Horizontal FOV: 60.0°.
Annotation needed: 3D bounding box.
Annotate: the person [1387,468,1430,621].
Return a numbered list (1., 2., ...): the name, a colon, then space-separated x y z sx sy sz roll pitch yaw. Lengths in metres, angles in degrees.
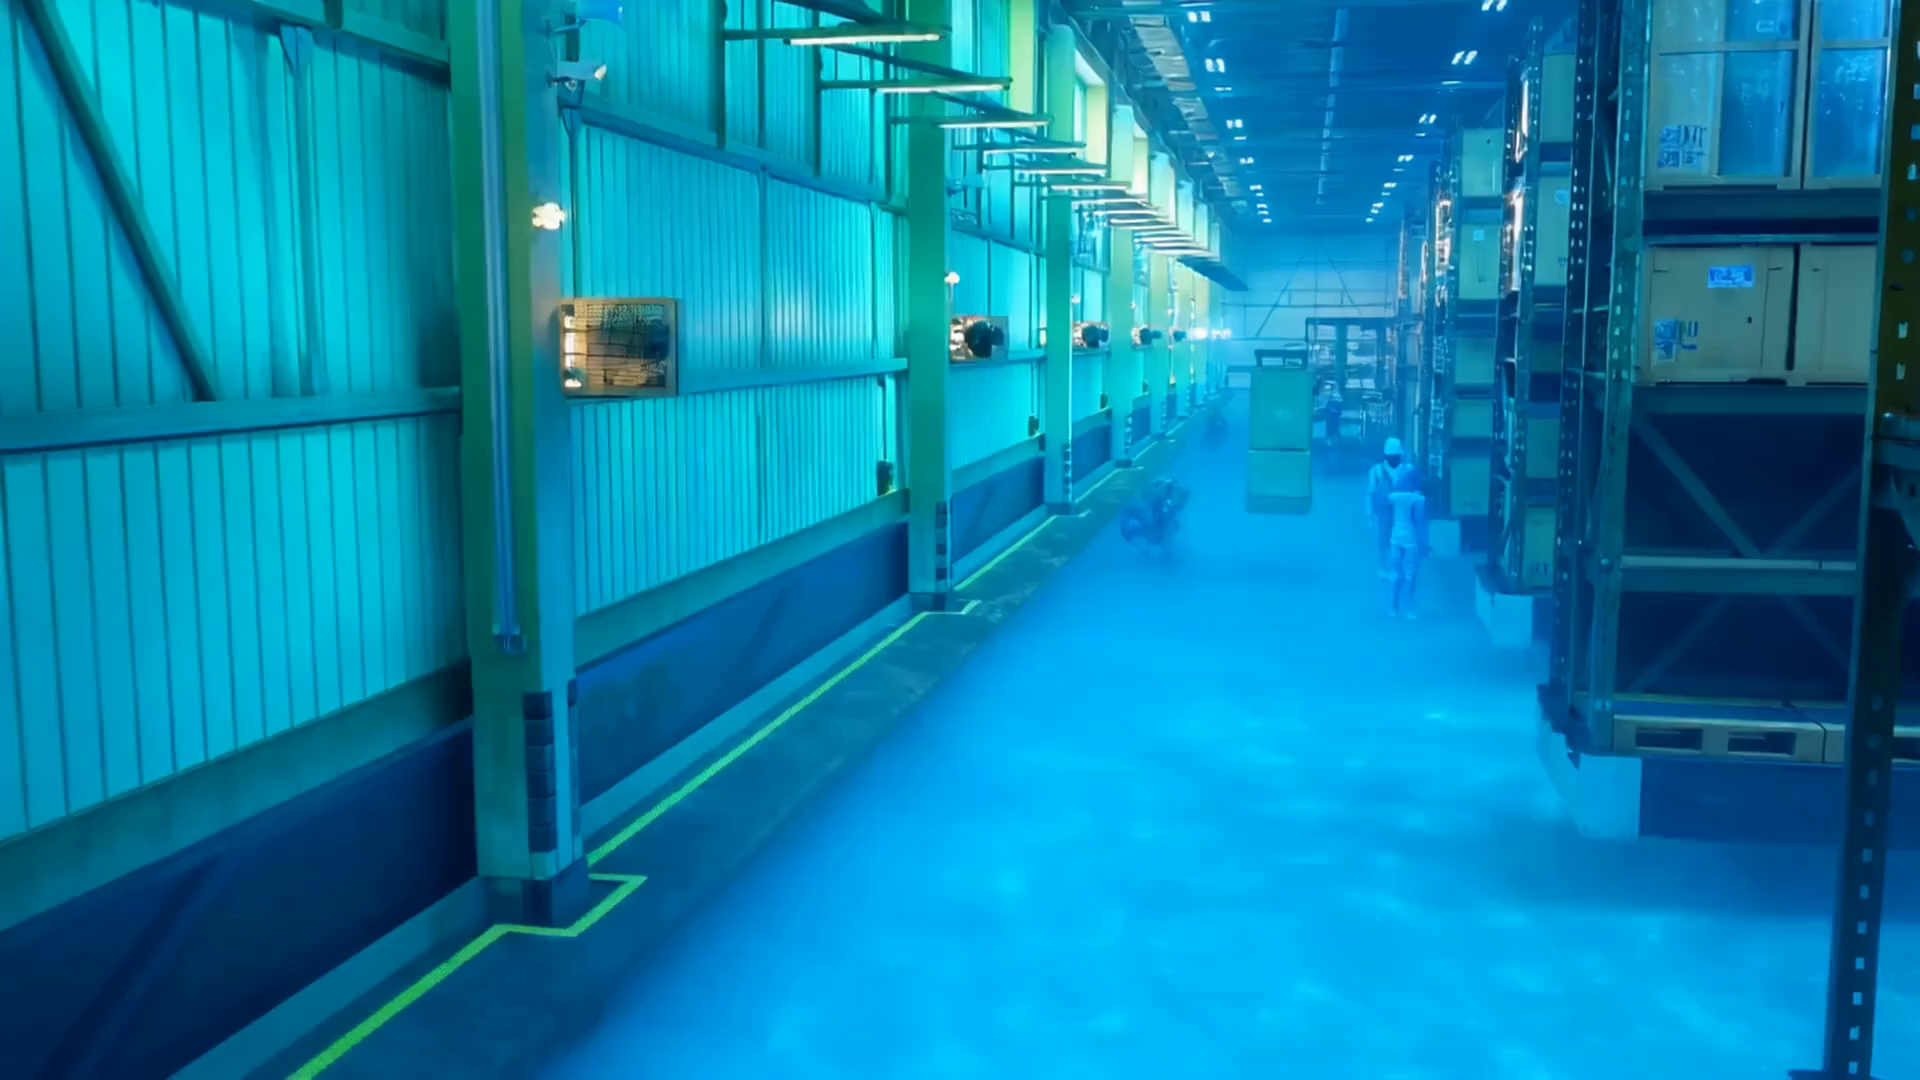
1. person: 4.810 0.053 17.879 0.307 1.644 0.514 -6 9 -40

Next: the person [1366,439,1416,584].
1. person: 5.345 -0.360 20.640 0.615 1.778 0.936 1 7 10

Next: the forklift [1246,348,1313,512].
1. forklift: 5.595 -1.948 28.987 1.129 2.768 1.873 1 7 12
